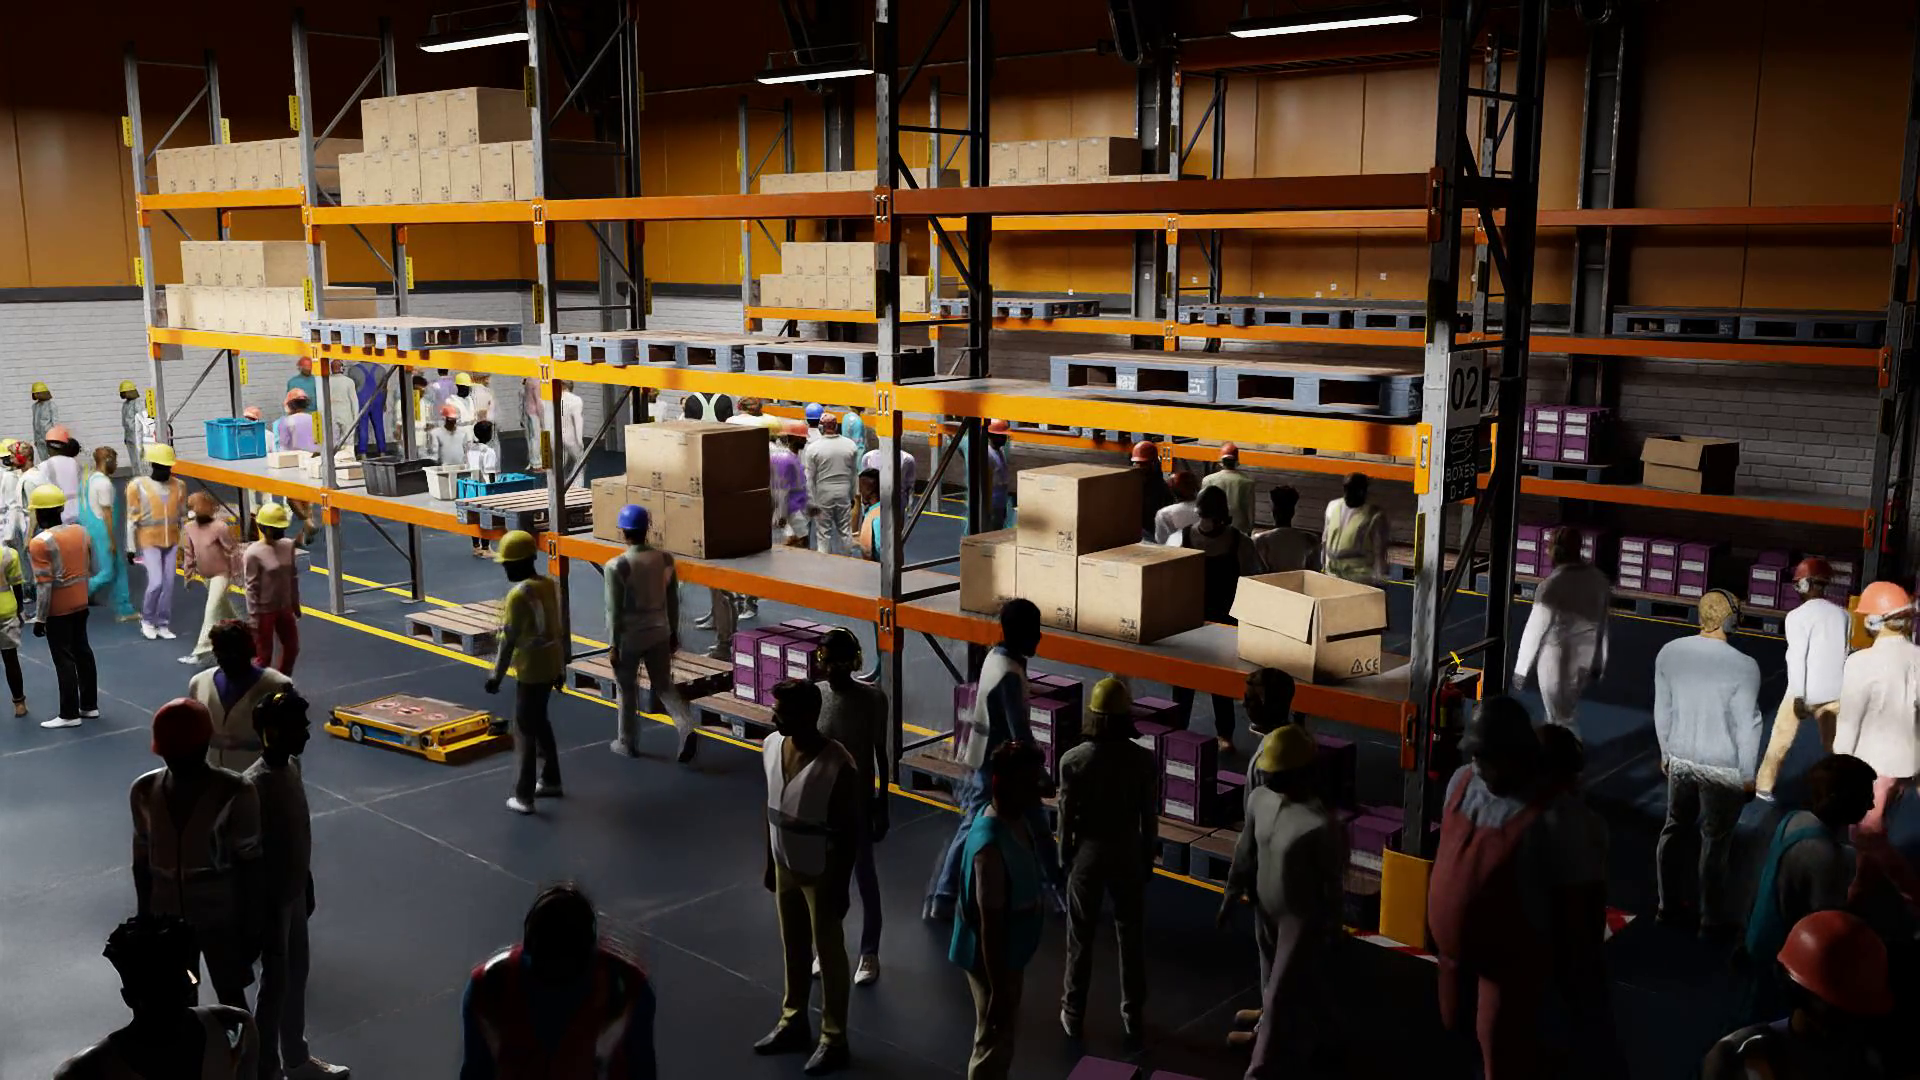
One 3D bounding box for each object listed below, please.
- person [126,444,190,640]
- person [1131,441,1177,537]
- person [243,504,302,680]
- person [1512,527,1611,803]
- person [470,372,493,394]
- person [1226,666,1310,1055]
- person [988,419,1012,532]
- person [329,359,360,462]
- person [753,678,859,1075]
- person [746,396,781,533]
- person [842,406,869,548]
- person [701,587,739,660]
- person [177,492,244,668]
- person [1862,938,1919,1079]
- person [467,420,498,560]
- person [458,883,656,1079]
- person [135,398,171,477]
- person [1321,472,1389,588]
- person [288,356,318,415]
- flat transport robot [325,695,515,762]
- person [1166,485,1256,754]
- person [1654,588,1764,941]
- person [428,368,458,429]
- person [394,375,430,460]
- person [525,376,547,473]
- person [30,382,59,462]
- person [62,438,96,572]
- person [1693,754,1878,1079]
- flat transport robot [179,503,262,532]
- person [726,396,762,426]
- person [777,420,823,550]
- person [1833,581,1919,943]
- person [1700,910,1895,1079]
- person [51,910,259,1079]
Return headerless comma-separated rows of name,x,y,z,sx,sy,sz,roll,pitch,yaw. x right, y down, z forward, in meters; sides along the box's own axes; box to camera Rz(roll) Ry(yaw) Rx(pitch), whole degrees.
person,-7.644,0.024,15.931,0.441,1.901,0.612,7,12,33
person,1.702,0.073,15.412,0.608,1.995,0.377,5,11,25
person,-5.508,0.563,13.371,0.432,1.740,0.534,4,11,21
person,4.052,0.830,11.450,0.675,1.873,0.804,-6,12,-33
person,-7.952,-1.944,27.579,0.505,1.727,0.575,8,13,39
person,1.473,1.494,7.820,0.340,1.839,0.503,4,11,20
person,0.393,-0.390,18.191,0.374,1.935,0.552,4,11,22
person,-10.328,-2.068,27.761,0.643,1.909,0.410,1,10,4
person,-0.683,1.519,7.664,0.564,1.841,0.394,9,14,42
person,-2.649,-1.014,21.911,0.601,1.876,0.397,4,11,19
person,-1.277,-0.921,20.894,0.384,2.039,0.616,-3,11,-18
person,-2.193,0.142,15.226,0.392,1.922,0.591,1,10,8
person,-6.775,0.347,15.022,0.514,1.569,0.897,4,11,24
person,2.497,2.023,4.474,0.612,1.960,0.365,-7,12,-33
person,-5.764,-0.609,20.130,0.530,1.689,0.322,10,14,44
person,-1.287,1.938,5.431,0.607,1.803,0.928,0,10,-1
person,-11.749,-1.316,24.275,0.308,1.638,0.511,10,14,43
person,3.477,0.288,14.660,0.620,1.825,0.629,-8,13,-39
person,-10.843,-2.088,27.739,0.651,1.954,0.526,-9,13,-40
flat transport robot,-4.144,1.410,12.721,1.431,0.197,0.652,7,12,34
person,1.850,0.591,12.350,0.684,2.000,0.536,1,10,6
person,4.084,1.216,9.104,0.373,1.940,0.630,-6,12,-30
person,-8.453,-2.021,27.370,0.607,1.951,0.380,-9,13,-40
person,-7.965,-1.419,24.065,0.523,1.928,0.681,5,11,27
person,-7.067,-2.083,27.800,0.367,1.932,0.623,-5,11,-28
person,-13.878,-1.535,25.236,0.486,1.736,0.322,4,11,20
person,-9.715,-0.287,18.319,0.464,1.677,0.560,6,12,31
person,3.345,1.715,6.761,0.985,1.785,0.547,2,10,13
flat transport robot,-9.887,-0.304,22.414,0.652,0.197,1.431,0,10,2
person,-2.817,-0.997,21.920,0.562,1.835,0.384,2,10,13
person,-1.811,-0.357,18.084,0.620,1.902,0.558,0,10,2
person,5.092,1.222,9.010,0.612,1.961,0.817,-4,11,-23
person,2.295,1.972,4.539,0.615,2.038,0.395,-3,10,-16
person,-2.214,1.981,4.699,0.361,1.965,0.613,7,12,35
